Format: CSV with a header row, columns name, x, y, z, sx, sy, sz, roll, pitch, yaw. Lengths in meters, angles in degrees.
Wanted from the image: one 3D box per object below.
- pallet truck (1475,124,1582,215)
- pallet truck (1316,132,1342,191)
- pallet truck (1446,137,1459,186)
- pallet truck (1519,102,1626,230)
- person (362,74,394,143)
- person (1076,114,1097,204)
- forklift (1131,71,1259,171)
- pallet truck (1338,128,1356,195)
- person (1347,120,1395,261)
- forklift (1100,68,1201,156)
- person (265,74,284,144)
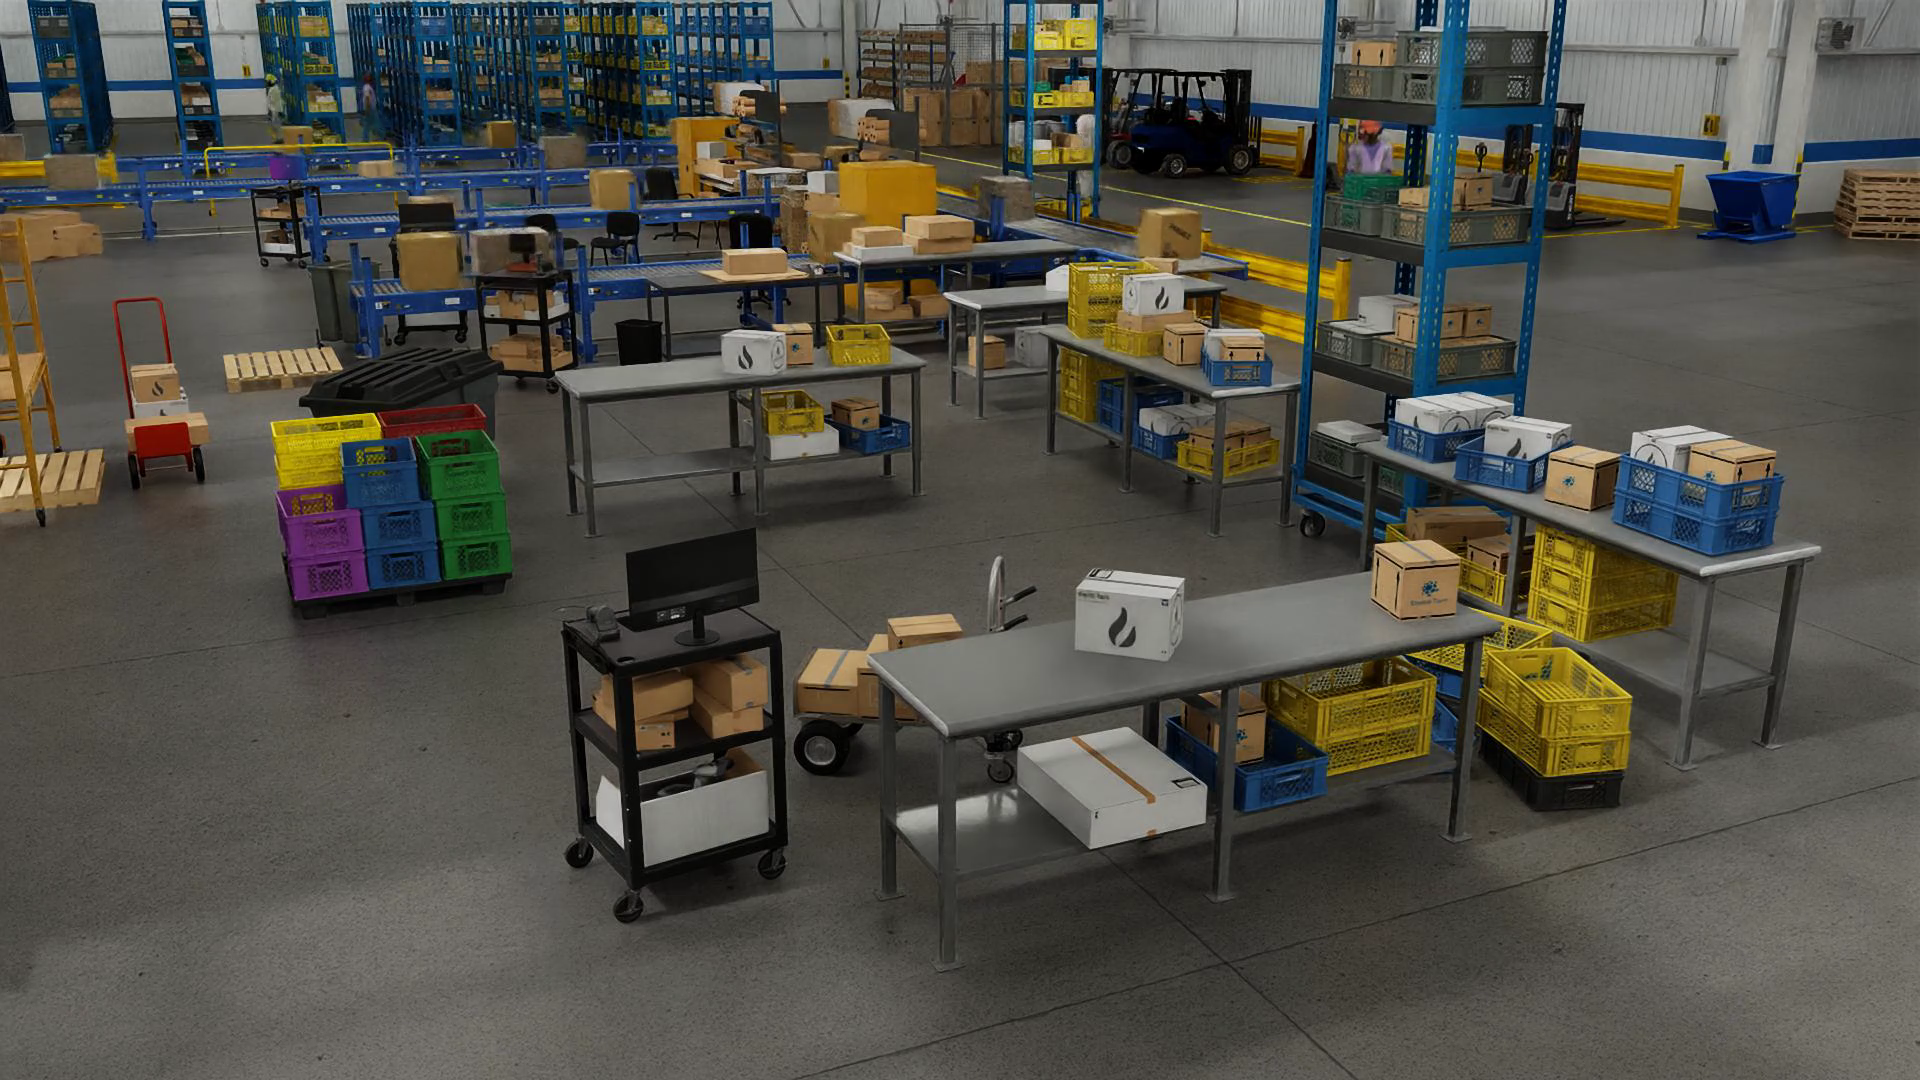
name,x,y,z,sx,sy,sz,roll,pitch,yaw
pallet truck,9.707,-6.455,28.103,1.885,1.965,0.823,-7,19,-20
pallet truck,7.723,-7.504,32.656,1.601,1.201,0.680,-8,19,-23
pallet truck,9.184,-6.485,29.328,1.630,1.274,0.653,-8,19,-23
pallet truck,9.972,-6.037,26.785,1.885,1.965,0.823,-9,20,-25
person,-15.331,-11.292,43.638,0.896,1.803,0.603,-6,19,-18
person,2.184,-6.862,29.563,0.416,1.894,0.661,9,20,27
forklift,4.998,-8.936,35.413,2.680,1.987,1.157,-9,20,-25
pallet truck,7.845,-7.140,31.411,1.522,1.261,0.704,-9,20,-25
person,5.710,-4.910,23.185,0.628,2.023,0.536,3,18,8
forklift,4.082,-9.564,37.410,2.680,1.987,1.157,-8,19,-23
person,-17.983,-11.313,43.689,0.405,1.821,0.591,-9,19,-25
